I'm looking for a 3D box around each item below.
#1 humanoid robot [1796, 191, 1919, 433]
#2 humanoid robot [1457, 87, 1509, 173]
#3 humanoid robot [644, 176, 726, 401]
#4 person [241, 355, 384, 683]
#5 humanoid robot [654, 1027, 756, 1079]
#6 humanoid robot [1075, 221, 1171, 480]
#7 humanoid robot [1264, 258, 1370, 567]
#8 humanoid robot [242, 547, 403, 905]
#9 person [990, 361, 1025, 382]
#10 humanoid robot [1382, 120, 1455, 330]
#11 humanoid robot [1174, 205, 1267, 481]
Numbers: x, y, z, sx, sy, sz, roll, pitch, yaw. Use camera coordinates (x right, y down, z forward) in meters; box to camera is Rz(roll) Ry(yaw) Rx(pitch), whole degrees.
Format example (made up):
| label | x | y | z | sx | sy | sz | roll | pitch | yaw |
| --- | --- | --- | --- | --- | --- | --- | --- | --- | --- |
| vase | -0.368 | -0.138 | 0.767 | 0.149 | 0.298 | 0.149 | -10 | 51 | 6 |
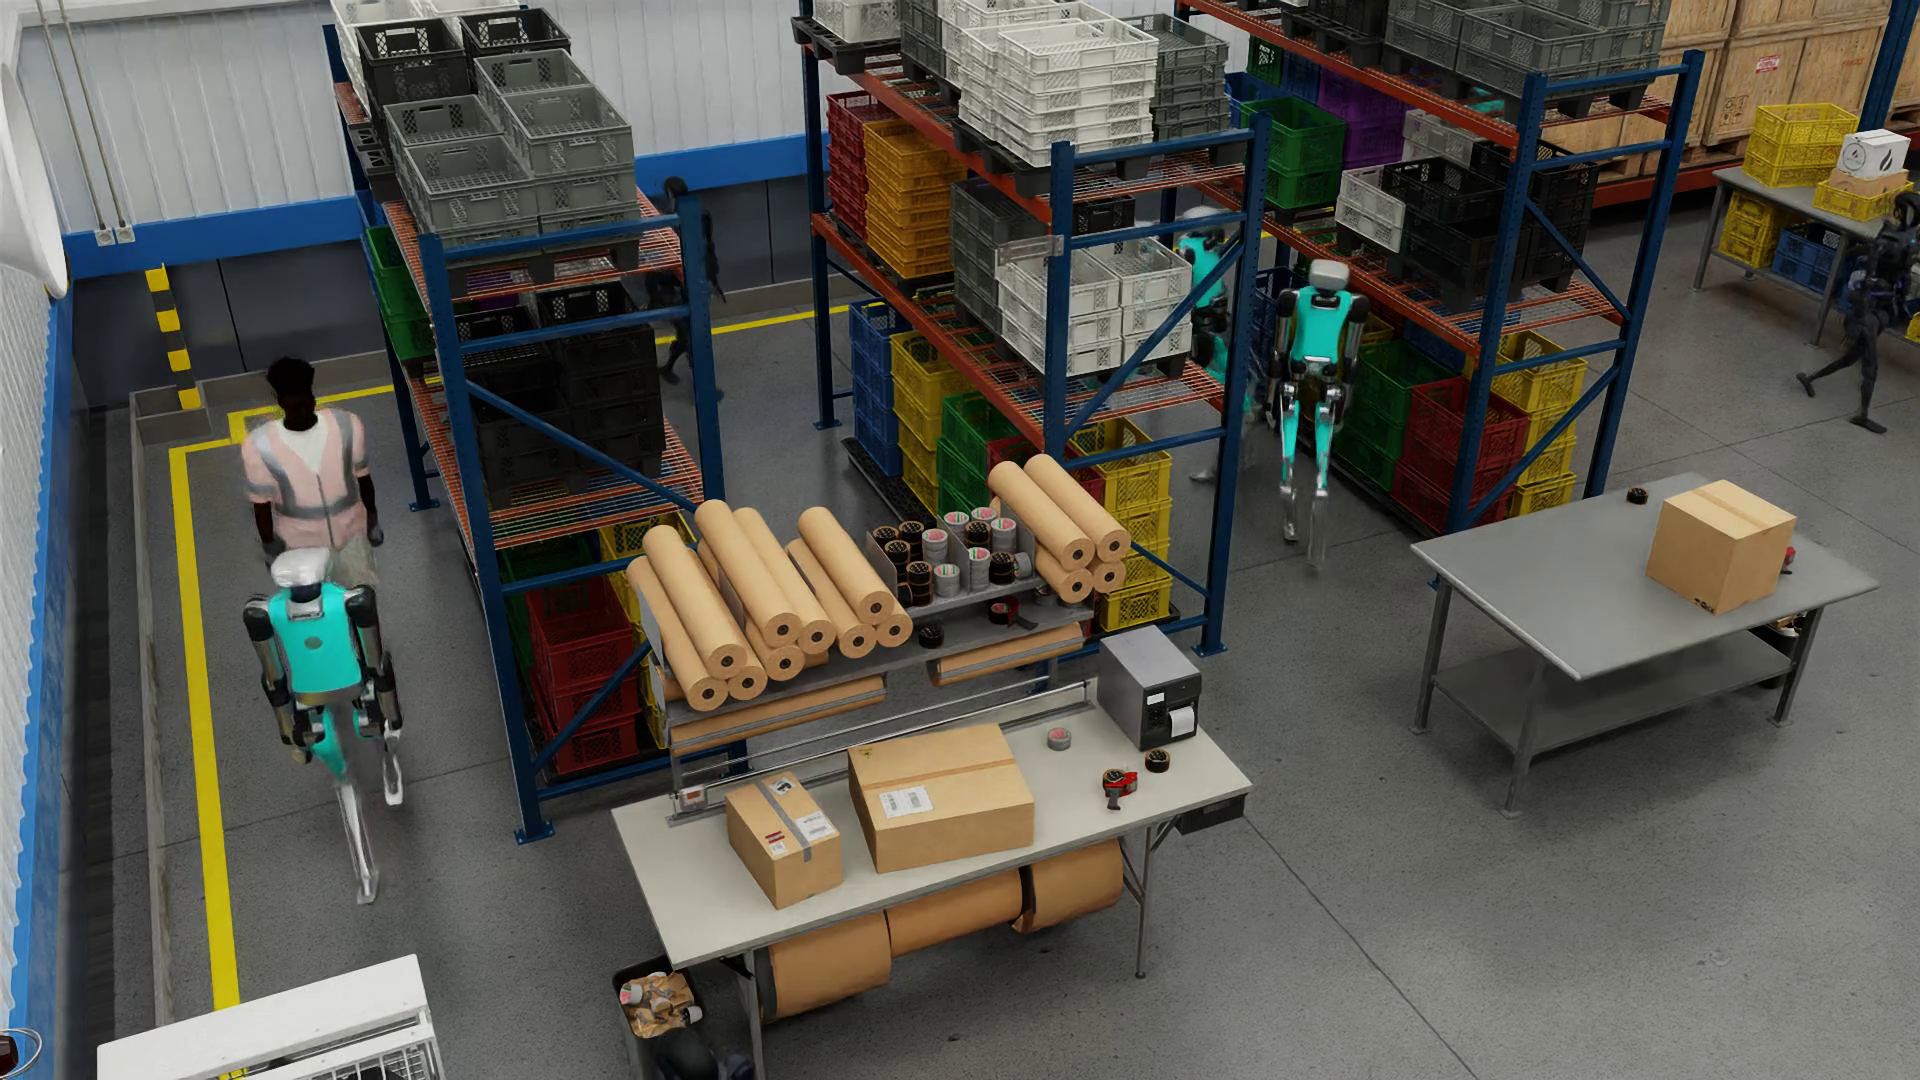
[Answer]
| label | x | y | z | sx | sy | sz | roll | pitch | yaw |
| --- | --- | --- | --- | --- | --- | --- | --- | --- | --- |
| humanoid robot | 6.169 | -1.585 | 11.265 | 0.613 | 1.654 | 0.769 | -19 | 37 | -28 |
| humanoid robot | 4.121 | -3.187 | 13.722 | 0.557 | 1.721 | 0.985 | -13 | 34 | -20 |
| humanoid robot | -1.928 | -1.763 | 11.546 | 0.609 | 1.624 | 0.720 | -23 | 38 | -33 |
| person | -3.282 | -0.091 | 8.524 | 0.607 | 1.945 | 0.804 | -18 | 36 | -26 |
| humanoid robot | -0.791 | 2.105 | 5.254 | 0.773 | 1.626 | 0.611 | 22 | 38 | 31 |
| humanoid robot | 0.869 | -1.202 | 10.612 | 0.806 | 1.848 | 0.559 | 26 | 40 | 35 |
| humanoid robot | 2.051 | -0.639 | 9.715 | 0.552 | 1.897 | 0.770 | 3 | 32 | 5 |
| humanoid robot | -2.776 | 0.668 | 7.520 | 0.529 | 1.781 | 1.003 | -7 | 32 | -11 |
| person | 0.378 | -2.080 | 11.662 | 0.391 | 2.040 | 0.607 | 9 | 33 | 15 |
| humanoid robot | 3.433 | -2.365 | 12.538 | 0.598 | 1.644 | 0.793 | -12 | 34 | -19 |
| humanoid robot | 1.689 | -1.190 | 10.495 | 0.773 | 1.751 | 0.587 | 19 | 36 | 28 |
